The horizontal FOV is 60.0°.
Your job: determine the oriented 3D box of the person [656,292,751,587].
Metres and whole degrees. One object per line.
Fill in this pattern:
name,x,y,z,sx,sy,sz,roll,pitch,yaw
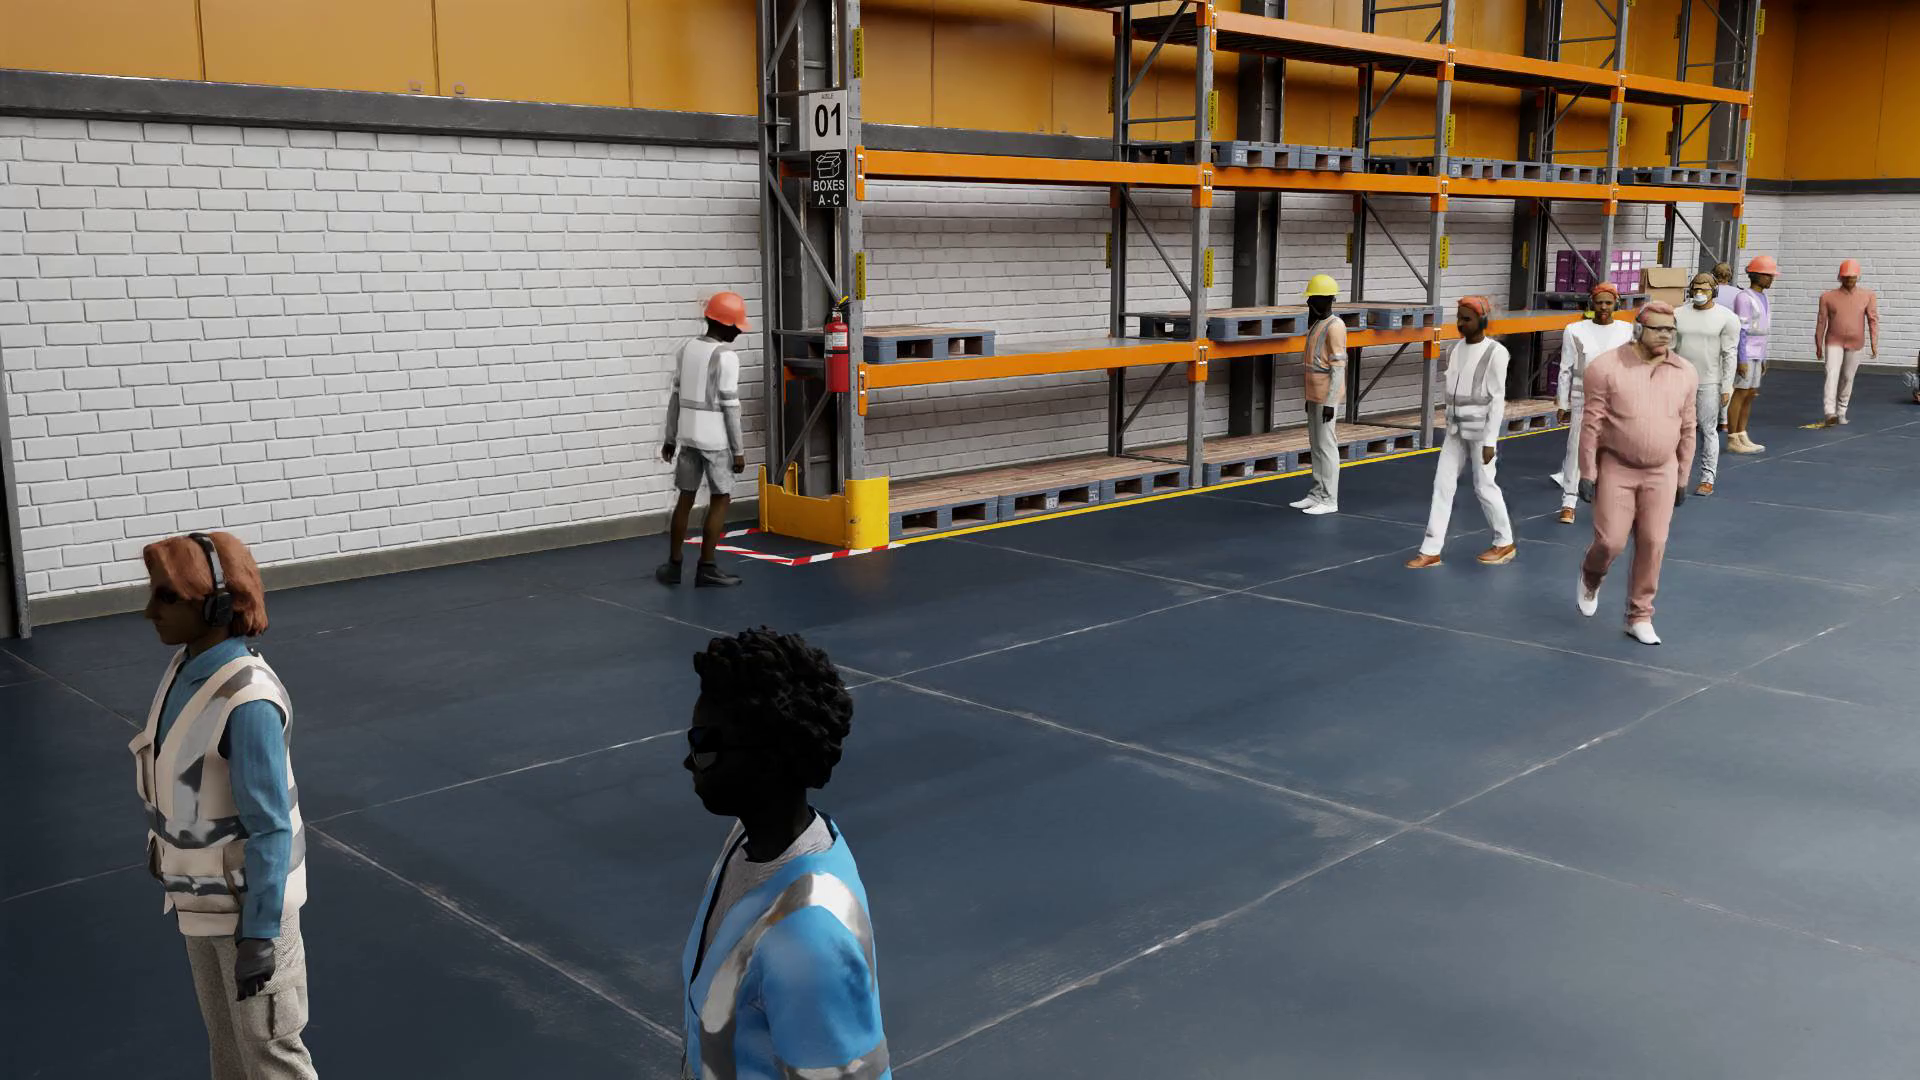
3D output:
person,-1.666,-0.634,10.636,0.740,1.889,0.436,8,13,38

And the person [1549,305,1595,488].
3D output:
person,5.563,-1.294,14.777,0.931,1.673,0.518,-6,12,-29

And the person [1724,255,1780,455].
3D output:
person,8.163,-1.905,17.128,0.610,2.042,0.394,-10,14,-42

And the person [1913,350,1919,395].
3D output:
person,9.339,-1.553,15.730,0.544,1.852,0.449,5,11,24

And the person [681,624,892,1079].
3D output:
person,-0.249,0.958,2.457,0.322,1.697,0.536,-3,11,-14

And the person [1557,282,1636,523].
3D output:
person,4.944,-1.055,12.923,0.584,1.883,0.337,3,11,15

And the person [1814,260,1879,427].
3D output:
person,10.394,-2.289,19.495,0.633,1.938,1.026,4,11,19

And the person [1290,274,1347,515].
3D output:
person,2.909,-1.169,13.427,0.366,1.926,0.593,-1,10,-5

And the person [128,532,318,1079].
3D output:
person,-1.555,0.786,3.554,0.308,1.640,0.511,-9,14,-41

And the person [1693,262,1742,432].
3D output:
person,8.623,-2.191,18.973,0.630,1.940,0.372,0,10,-3

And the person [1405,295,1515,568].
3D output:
person,3.469,-0.710,11.225,0.861,1.867,0.590,-5,11,-25

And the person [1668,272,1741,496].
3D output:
person,6.388,-1.346,14.408,0.368,1.932,0.622,-10,15,-44

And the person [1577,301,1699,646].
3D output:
person,3.750,-0.387,9.258,0.655,1.888,0.590,0,10,1
